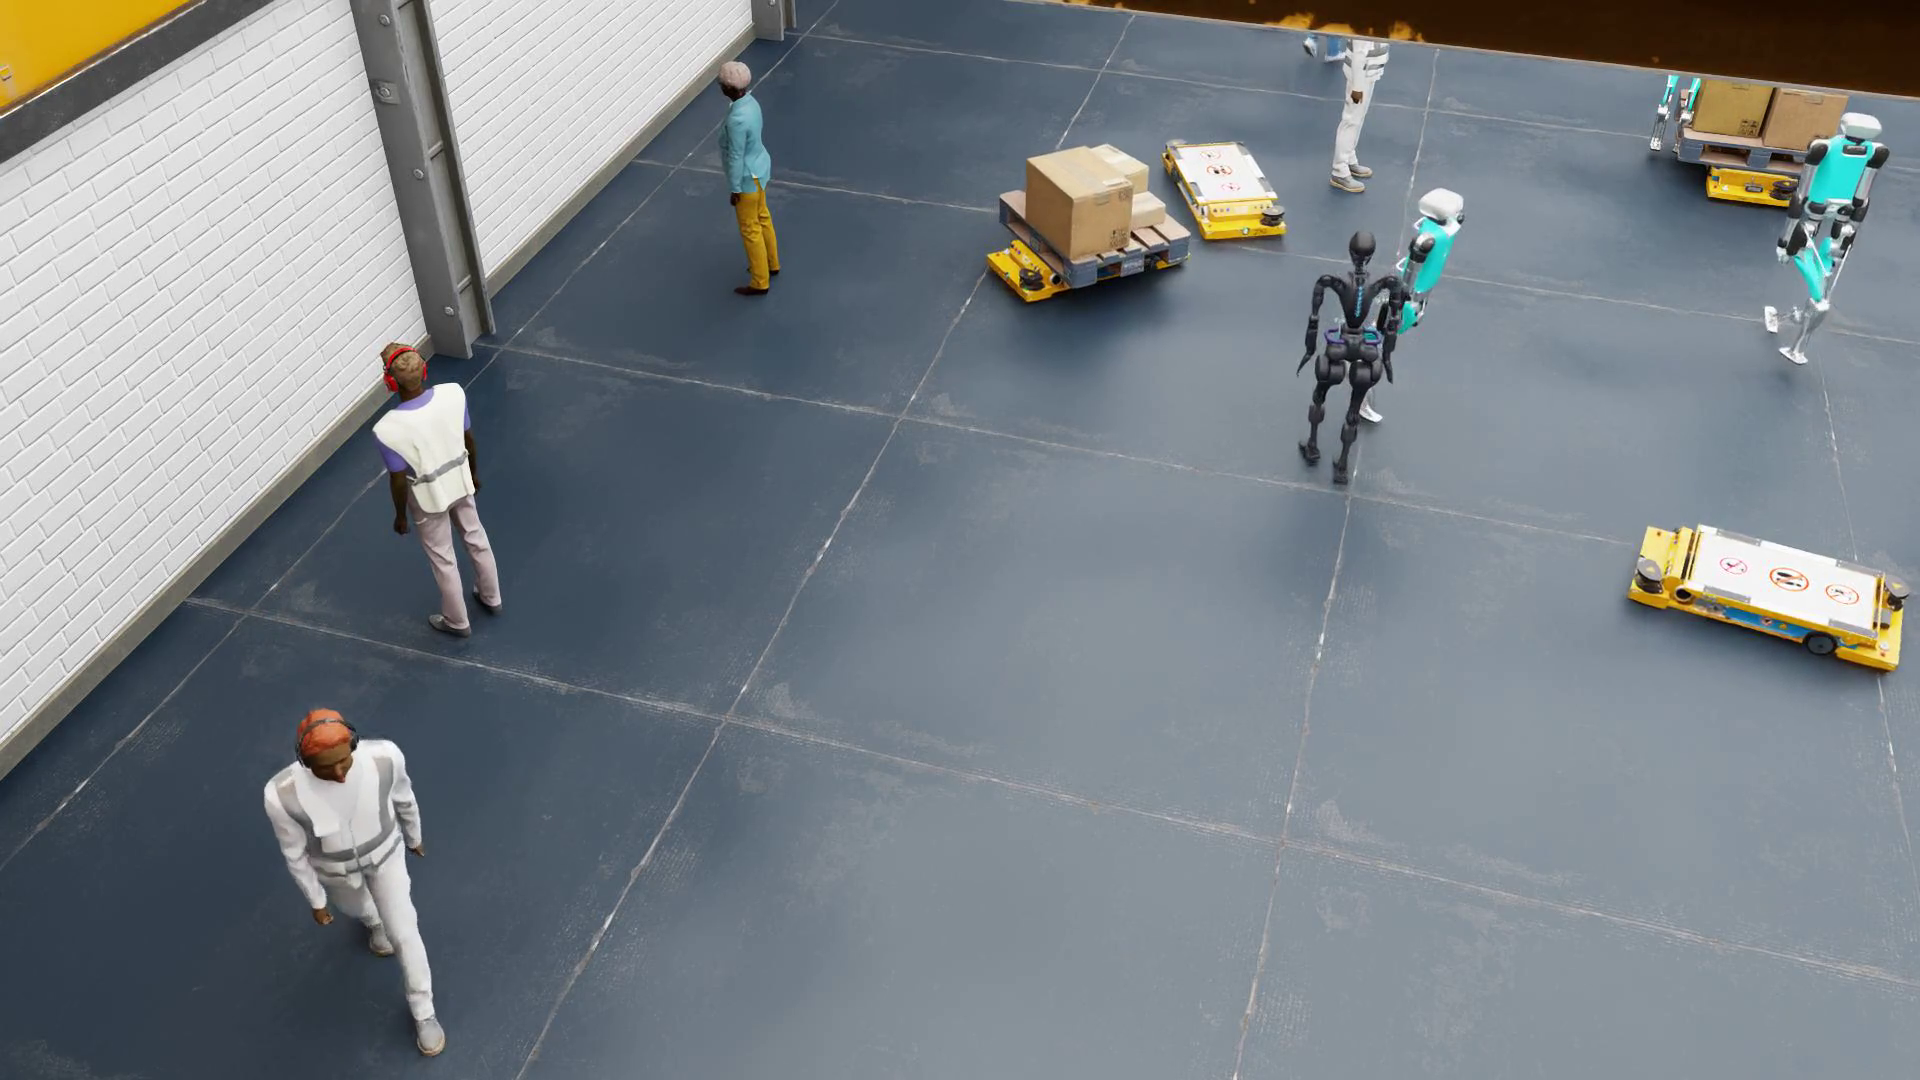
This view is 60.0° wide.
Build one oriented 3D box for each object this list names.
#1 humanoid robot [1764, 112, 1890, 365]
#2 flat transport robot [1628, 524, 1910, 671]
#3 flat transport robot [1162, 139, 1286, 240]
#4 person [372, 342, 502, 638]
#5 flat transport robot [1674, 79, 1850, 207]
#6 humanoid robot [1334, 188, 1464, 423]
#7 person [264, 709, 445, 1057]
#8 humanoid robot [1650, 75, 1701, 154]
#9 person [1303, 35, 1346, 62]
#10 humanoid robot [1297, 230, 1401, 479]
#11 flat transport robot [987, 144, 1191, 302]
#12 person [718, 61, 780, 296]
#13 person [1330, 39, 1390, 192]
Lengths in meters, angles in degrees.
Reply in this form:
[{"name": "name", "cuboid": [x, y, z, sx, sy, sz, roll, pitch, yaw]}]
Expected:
[{"name": "humanoid robot", "cuboid": [5.892, -1.934, 11.267, 0.577, 1.760, 1.018, -1, 39, -1]}, {"name": "flat transport robot", "cuboid": [4.682, 0.294, 9.639, 1.431, 0.231, 0.659, 17, 42, 20]}, {"name": "flat transport robot", "cuboid": [2.141, -2.887, 13.595, 0.659, 0.231, 1.431, -5, 39, -7]}, {"name": "person", "cuboid": [-2.832, -0.246, 9.051, 0.388, 1.847, 0.564, 26, 46, 29]}, {"name": "flat transport robot", "cuboid": [6.638, -3.228, 14.019, 0.659, 0.231, 1.431, 11, 40, 13]}, {"name": "humanoid robot", "cuboid": [2.708, -1.468, 10.703, 0.785, 1.820, 0.535, 26, 45, 28]}, {"name": "person", "cuboid": [-2.570, 1.317, 7.114, 0.557, 1.843, 0.918, -17, 42, -20]}, {"name": "humanoid robot", "cuboid": [5.996, -3.960, 13.653, 0.533, 1.676, 0.735, 20, 43, 23]}, {"name": "person", "cuboid": [3.556, -5.222, 15.348, 0.429, 1.705, 0.519, -21, 43, -24]}, {"name": "humanoid robot", "cuboid": [2.416, -1.164, 10.331, 0.593, 1.636, 0.479, 3, 39, 4]}, {"name": "flat transport robot", "cuboid": [0.988, -2.200, 12.741, 1.431, 0.231, 0.659, -17, 42, -20]}, {"name": "person", "cuboid": [-1.558, -2.628, 12.099, 0.343, 1.746, 0.532, 6, 39, 7]}, {"name": "person", "cuboid": [3.258, -3.751, 13.381, 0.347, 1.883, 0.582, 16, 41, 19]}]
